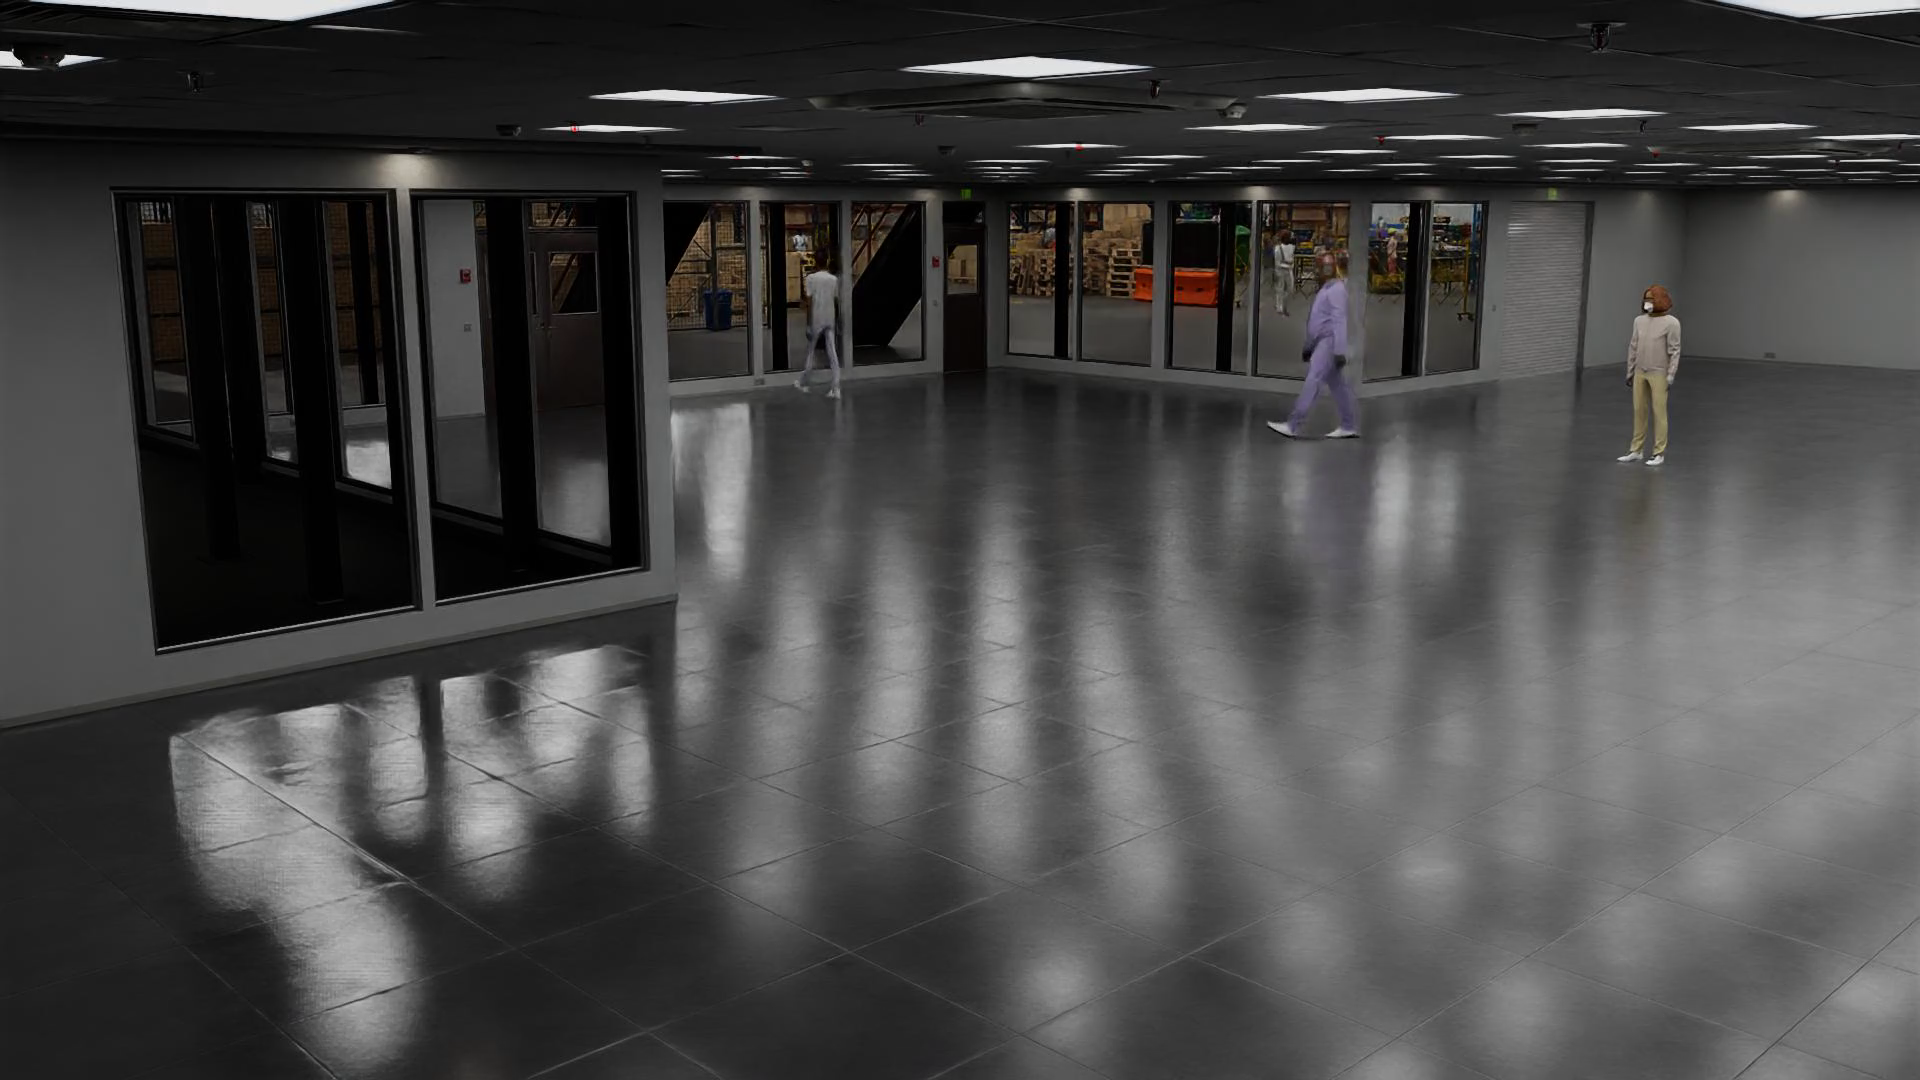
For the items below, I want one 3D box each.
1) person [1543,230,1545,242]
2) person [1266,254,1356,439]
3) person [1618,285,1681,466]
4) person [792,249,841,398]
[{"bbox_3d":[27.403,-14.145,77.889,0.737,1.883,0.441,0,11,-1],"label":"person"},{"bbox_3d":[3.595,-1.940,16.795,0.975,1.855,0.679,1,11,3],"label":"person"},{"bbox_3d":[6.290,-1.495,15.140,0.266,1.631,0.507,-6,13,-29],"label":"person"},{"bbox_3d":[-1.752,-2.690,20.672,0.534,1.821,0.938,-7,13,-30],"label":"person"}]
